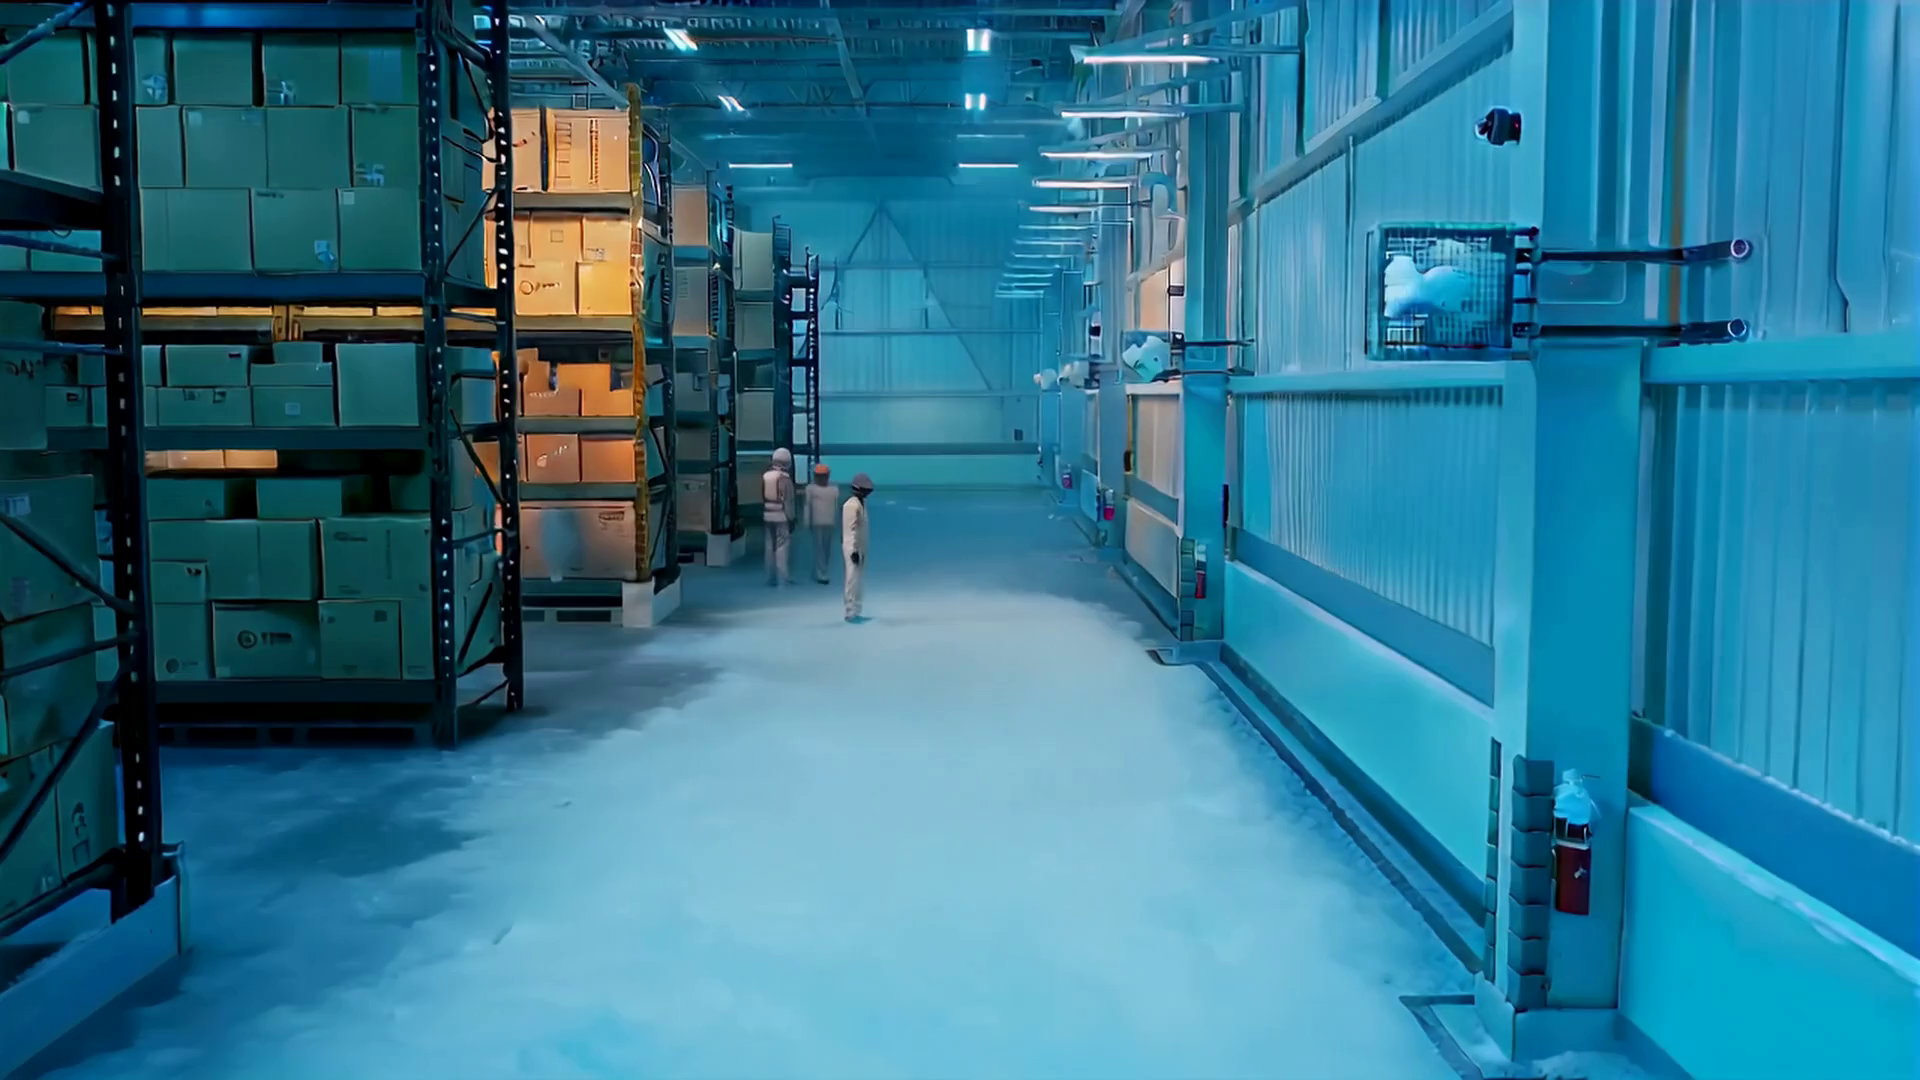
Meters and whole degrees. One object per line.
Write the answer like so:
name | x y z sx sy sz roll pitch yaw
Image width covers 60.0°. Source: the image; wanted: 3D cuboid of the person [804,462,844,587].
person | -1.830 -0.204 22.897 0.533 1.734 0.817 -3 6 -33

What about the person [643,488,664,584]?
person | -4.200 -0.141 21.878 0.986 1.796 0.638 0 5 1

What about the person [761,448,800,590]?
person | -2.456 -0.284 22.649 0.401 1.938 0.603 -4 7 -42

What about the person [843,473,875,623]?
person | -1.167 0.093 19.393 0.349 1.743 0.571 1 5 14
